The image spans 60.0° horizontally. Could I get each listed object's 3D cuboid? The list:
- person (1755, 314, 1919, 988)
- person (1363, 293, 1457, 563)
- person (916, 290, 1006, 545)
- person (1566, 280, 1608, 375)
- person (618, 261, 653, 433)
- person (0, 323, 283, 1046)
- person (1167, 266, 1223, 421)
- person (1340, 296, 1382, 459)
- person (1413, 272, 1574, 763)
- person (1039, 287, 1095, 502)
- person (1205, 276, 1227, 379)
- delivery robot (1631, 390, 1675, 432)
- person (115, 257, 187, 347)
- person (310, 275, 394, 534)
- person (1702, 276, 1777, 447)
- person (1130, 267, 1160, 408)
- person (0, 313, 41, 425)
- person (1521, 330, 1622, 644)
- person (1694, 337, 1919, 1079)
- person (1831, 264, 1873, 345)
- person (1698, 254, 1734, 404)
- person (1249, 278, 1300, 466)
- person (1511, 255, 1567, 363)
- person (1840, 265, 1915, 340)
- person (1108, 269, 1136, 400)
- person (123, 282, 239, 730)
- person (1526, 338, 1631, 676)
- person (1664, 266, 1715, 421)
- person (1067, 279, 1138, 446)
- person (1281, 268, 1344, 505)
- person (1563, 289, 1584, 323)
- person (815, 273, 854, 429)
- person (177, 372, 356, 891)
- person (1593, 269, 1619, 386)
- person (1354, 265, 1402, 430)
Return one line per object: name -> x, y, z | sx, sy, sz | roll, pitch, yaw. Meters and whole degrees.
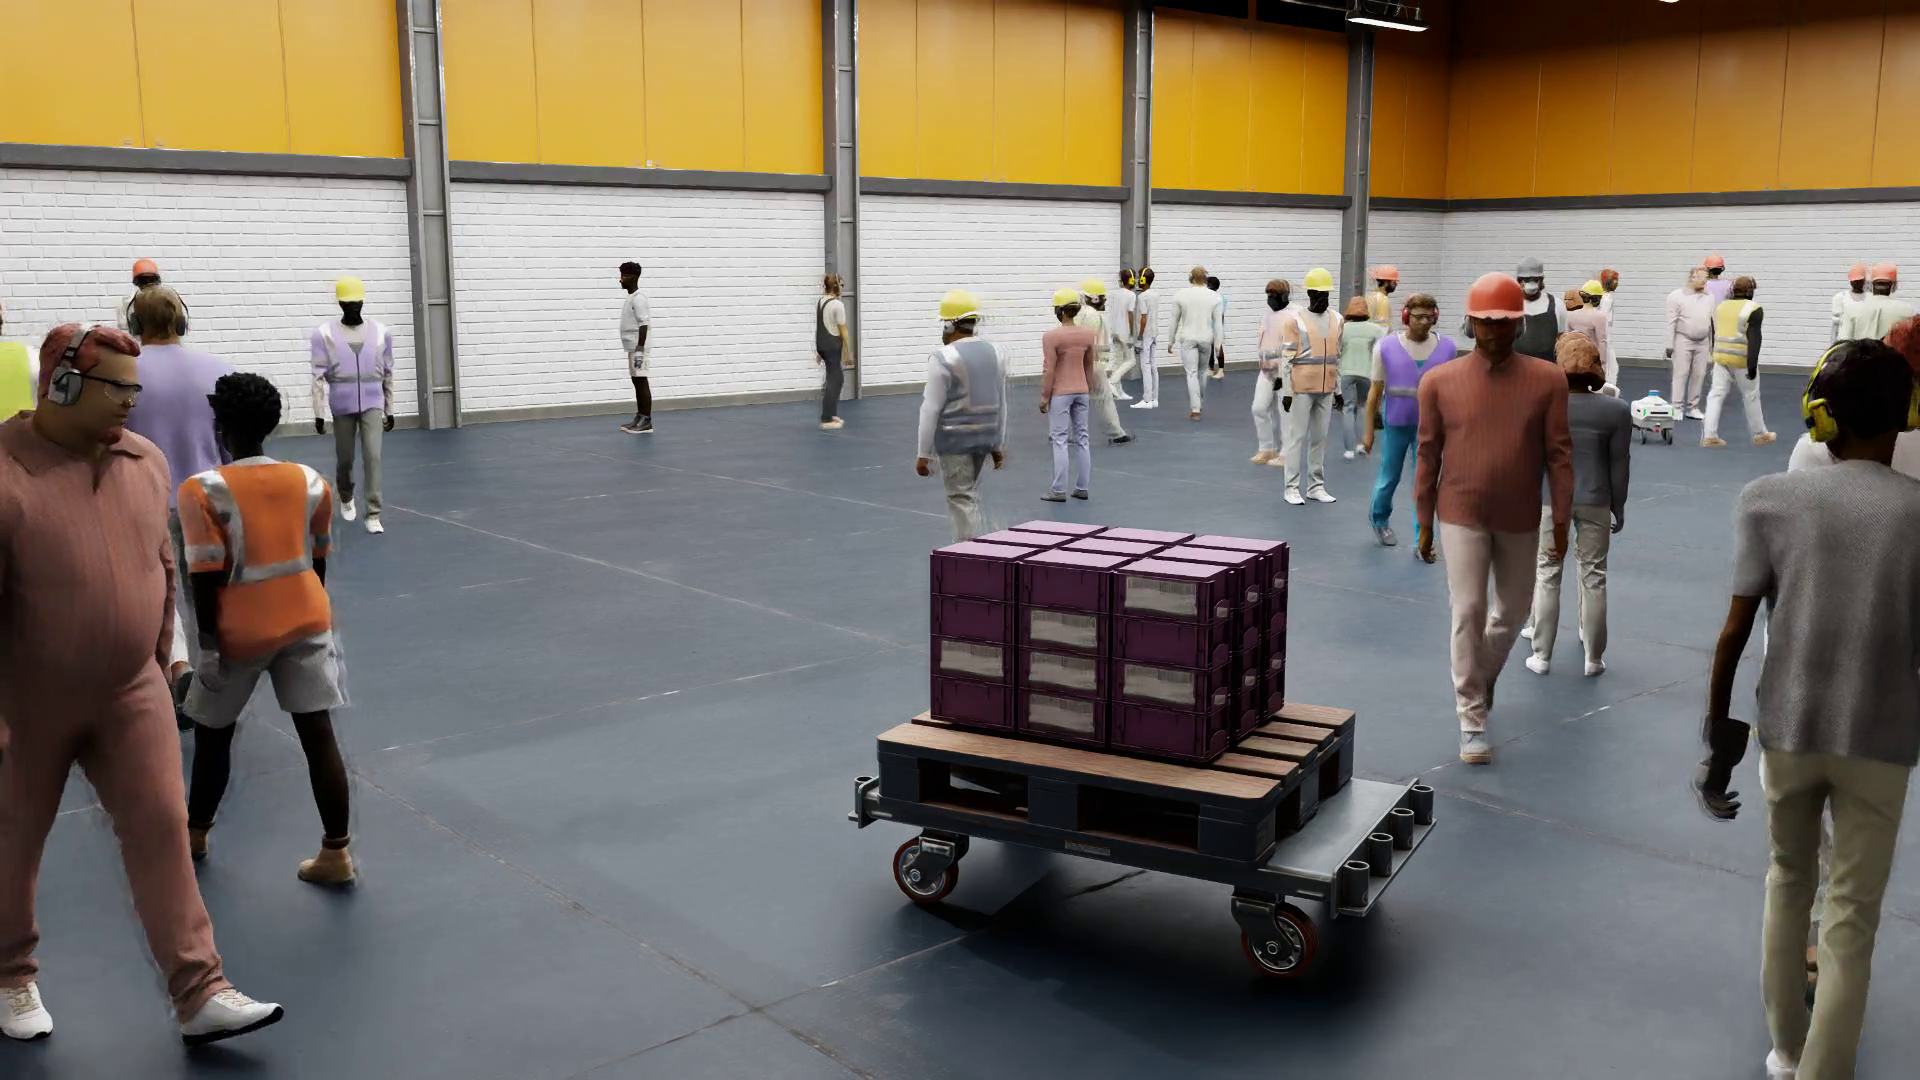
person -> 2.477, 0.324, 4.543 | 0.605, 1.868, 0.404 | 0, 10, 2
person -> 3.022, -0.787, 11.292 | 0.599, 1.795, 0.866 | 0, 10, 0
person -> -0.063, -0.588, 10.023 | 0.610, 1.815, 0.620 | 9, 13, 42
person -> 6.715, -1.892, 17.823 | 0.314, 1.767, 0.534 | -5, 11, -27
person -> -3.712, -2.205, 19.064 | 0.370, 1.966, 0.608 | -4, 10, -20
person -> -2.172, 0.393, 4.183 | 0.994, 1.843, 0.695 | 6, 11, 30
person -> 2.928, -2.460, 20.771 | 0.650, 1.883, 1.005 | -1, 10, -4
person -> 3.968, -1.640, 16.751 | 0.523, 1.613, 0.556 | 1, 10, 7
person -> 2.194, -0.123, 6.904 | 0.623, 1.967, 0.877 | 2, 10, 9
person -> 0.878, -1.193, 13.731 | 0.522, 1.769, 0.311 | -7, 12, -34
person -> 4.193, -3.507, 27.502 | 0.319, 1.693, 0.535 | -6, 12, -33
delivery robot -> 7.556, -1.389, 18.144 | 0.477, 0.478, 0.707 | 2, 10, 11
person -> -7.965, -1.777, 16.441 | 0.611, 2.019, 0.912 | -5, 11, -28
person -> -4.521, -1.025, 12.399 | 0.598, 1.895, 0.904 | -5, 11, -28
person -> 8.314, -1.886, 17.677 | 0.915, 1.798, 0.661 | -4, 11, -24
person -> 2.473, -2.684, 22.151 | 0.332, 1.874, 0.520 | 6, 11, 32
person -> -5.170, -0.381, 8.840 | 0.839, 1.806, 0.660 | 8, 12, 38
person -> 3.163, -0.264, 8.656 | 0.511, 1.640, 0.308 | 1, 10, 7
person -> 2.053, 0.474, 3.755 | 0.612, 1.835, 0.737 | 8, 13, 39
person -> 11.420, -2.517, 21.111 | 0.680, 1.912, 0.366 | 2, 10, 13
person -> 10.265, -2.882, 22.793 | 0.615, 2.045, 0.365 | 1, 10, 8
person -> 3.045, -1.589, 15.931 | 0.522, 1.812, 0.634 | -6, 11, -31
person -> 5.024, -1.504, 14.744 | 0.690, 2.000, 0.550 | 1, 10, 6
person -> 8.678, -1.622, 15.739 | 0.651, 1.935, 1.035 | 6, 11, 31
person -> 2.247, -2.870, 23.309 | 0.508, 1.851, 0.542 | -6, 12, -33
person -> -3.331, -0.127, 7.077 | 0.635, 1.921, 0.740 | -6, 12, -33
person -> 2.955, -0.154, 8.029 | 0.499, 1.633, 0.278 | 2, 10, 14
person -> 9.006, -2.409, 20.492 | 0.694, 1.897, 0.403 | -2, 10, -11
person -> 1.410, -1.876, 17.681 | 0.925, 1.783, 0.613 | -2, 10, -11
person -> 2.894, -1.248, 13.581 | 0.594, 1.925, 0.378 | -5, 11, -25
person -> 7.177, -2.112, 19.496 | 0.266, 1.631, 0.507 | 6, 11, 30
person -> -1.437, -2.204, 19.486 | 0.560, 1.828, 0.508 | -6, 11, -32
person -> -2.298, 0.287, 5.383 | 0.869, 1.646, 0.540 | 7, 12, 36
person -> 8.322, -2.556, 21.447 | 0.739, 1.853, 0.565 | -1, 10, -6
person -> 4.856, -2.222, 19.289 | 0.488, 1.921, 0.569 | 1, 10, 4
